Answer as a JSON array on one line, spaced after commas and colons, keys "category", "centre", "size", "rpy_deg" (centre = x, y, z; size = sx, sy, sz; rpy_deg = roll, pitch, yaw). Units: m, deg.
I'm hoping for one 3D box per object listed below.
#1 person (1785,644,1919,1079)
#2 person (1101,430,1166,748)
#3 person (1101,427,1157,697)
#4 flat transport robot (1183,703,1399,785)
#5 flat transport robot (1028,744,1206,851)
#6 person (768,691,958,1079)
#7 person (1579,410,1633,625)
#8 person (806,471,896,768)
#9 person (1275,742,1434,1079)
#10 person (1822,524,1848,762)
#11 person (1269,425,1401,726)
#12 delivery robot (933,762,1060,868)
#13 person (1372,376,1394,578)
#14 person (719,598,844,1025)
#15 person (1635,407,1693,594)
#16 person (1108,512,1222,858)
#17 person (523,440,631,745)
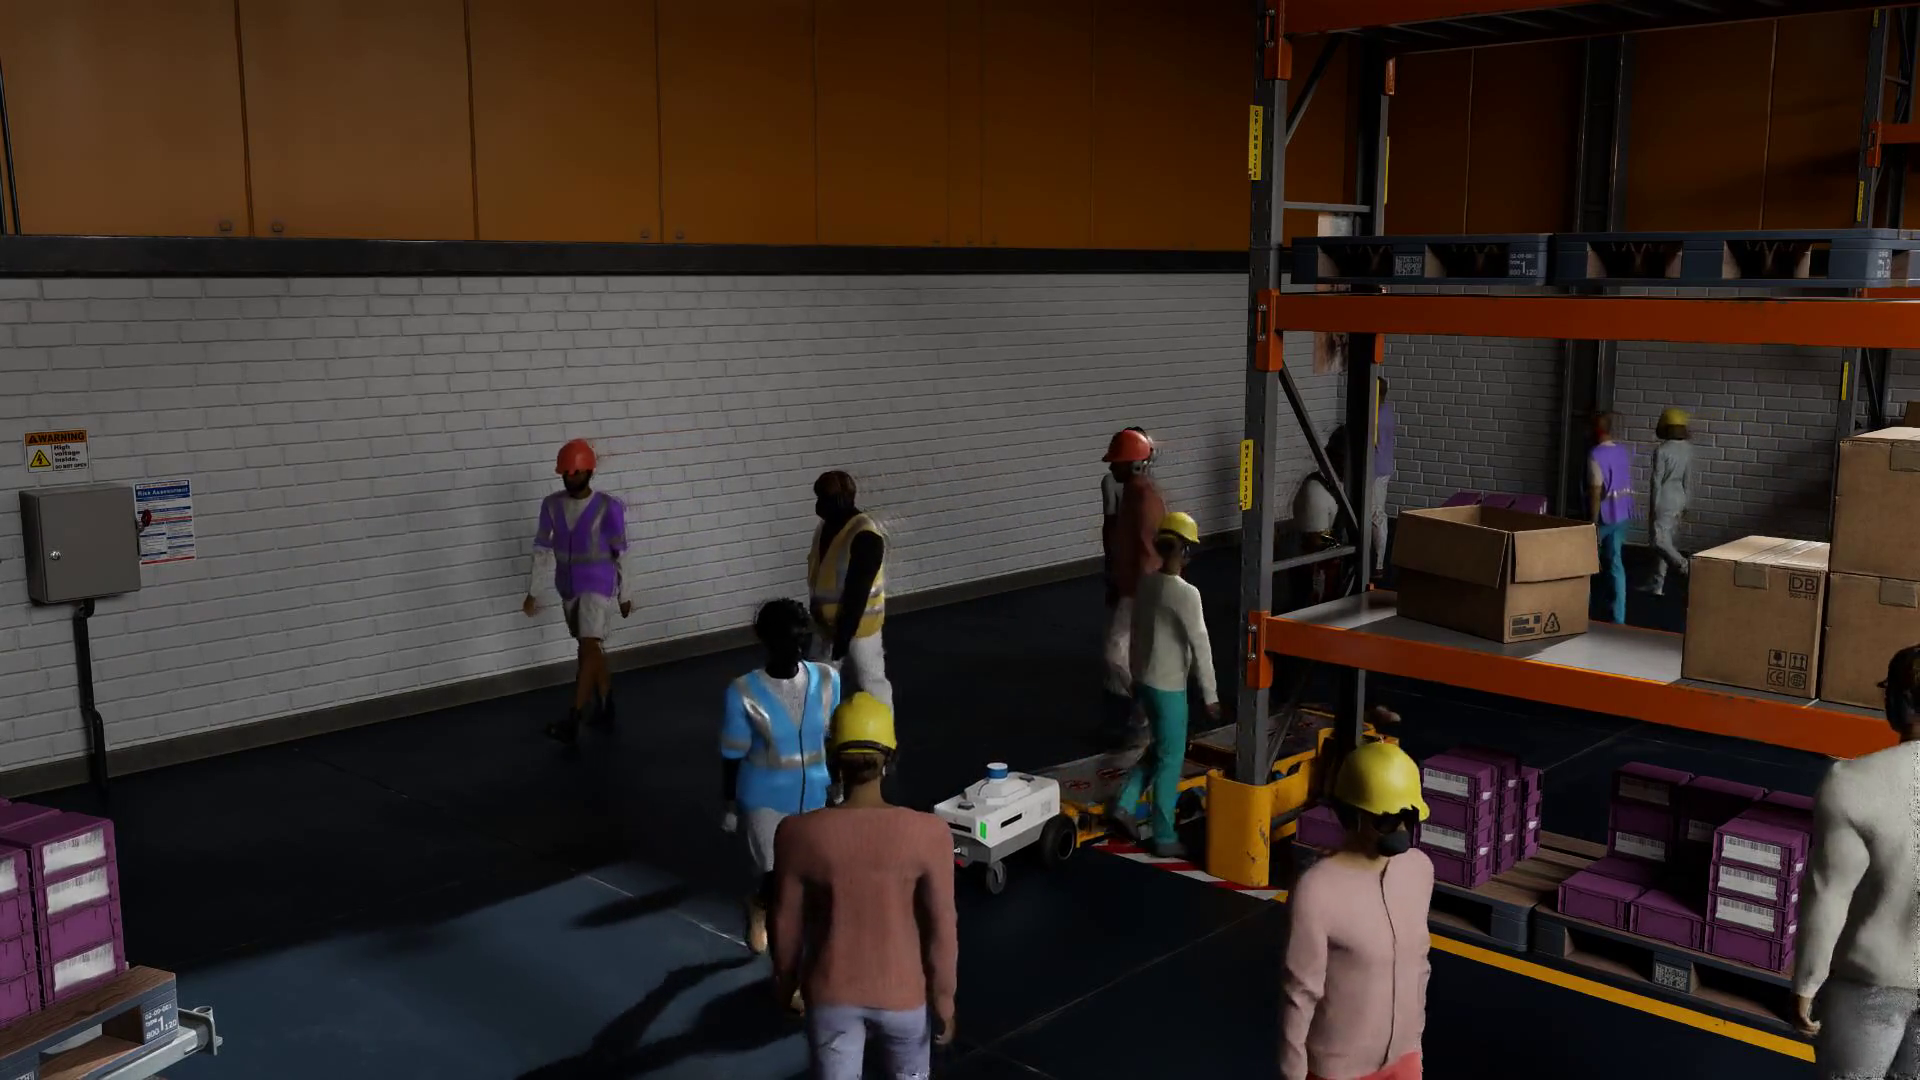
[{"category": "person", "centre": [2.689, 1.235, 4.719], "size": [0.641, 1.932, 0.679], "rpy_deg": [0, 9, -2]}, {"category": "person", "centre": [1.068, 0.305, 10.216], "size": [0.422, 1.977, 0.647], "rpy_deg": [0, 9, 2]}, {"category": "person", "centre": [1.198, 0.141, 11.570], "size": [0.515, 1.872, 0.328], "rpy_deg": [-8, 12, -40]}, {"category": "flat transport robot", "centre": [1.918, 1.225, 9.815], "size": [1.431, 0.197, 0.652], "rpy_deg": [-9, 13, -42]}, {"category": "flat transport robot", "centre": [0.784, 1.366, 8.949], "size": [1.431, 0.197, 0.652], "rpy_deg": [-8, 12, -39]}, {"category": "person", "centre": [-0.283, 1.300, 4.835], "size": [0.548, 1.746, 0.565], "rpy_deg": [0, 9, -2]}, {"category": "person", "centre": [5.160, -0.153, 13.538], "size": [0.609, 1.812, 0.685], "rpy_deg": [-7, 12, -37]}, {"category": "person", "centre": [-0.740, 0.507, 9.526], "size": [0.919, 1.797, 0.630], "rpy_deg": [-7, 11, -36]}, {"category": "person", "centre": [1.019, 1.363, 4.475], "size": [0.530, 1.750, 0.668], "rpy_deg": [-6, 11, -33]}, {"category": "person", "centre": [5.368, 0.412, 9.998], "size": [0.429, 1.842, 0.636], "rpy_deg": [1, 9, 8]}, {"category": "person", "centre": [2.393, 0.197, 10.703], "size": [0.706, 2.000, 0.890], "rpy_deg": [-9, 13, -43]}, {"category": "delivery robot", "centre": [0.179, 1.323, 8.056], "size": [0.477, 0.478, 0.707], "rpy_deg": [6, 11, 35]}, {"category": "person", "centre": [3.960, -0.604, 15.930], "size": [0.370, 1.939, 0.631], "rpy_deg": [3, 10, 18]}, {"category": "person", "centre": [-0.755, 1.027, 6.777], "size": [0.523, 1.665, 0.789], "rpy_deg": [-7, 11, -35]}, {"category": "person", "centre": [6.381, -0.321, 14.859], "size": [0.490, 1.724, 0.673], "rpy_deg": [-5, 11, -30]}, {"category": "person", "centre": [1.042, 0.739, 8.322], "size": [0.416, 1.740, 0.617], "rpy_deg": [-3, 10, -20]}, {"category": "person", "centre": [-2.404, 0.321, 10.411], "size": [0.548, 1.878, 1.019], "rpy_deg": [3, 10, 19]}]
